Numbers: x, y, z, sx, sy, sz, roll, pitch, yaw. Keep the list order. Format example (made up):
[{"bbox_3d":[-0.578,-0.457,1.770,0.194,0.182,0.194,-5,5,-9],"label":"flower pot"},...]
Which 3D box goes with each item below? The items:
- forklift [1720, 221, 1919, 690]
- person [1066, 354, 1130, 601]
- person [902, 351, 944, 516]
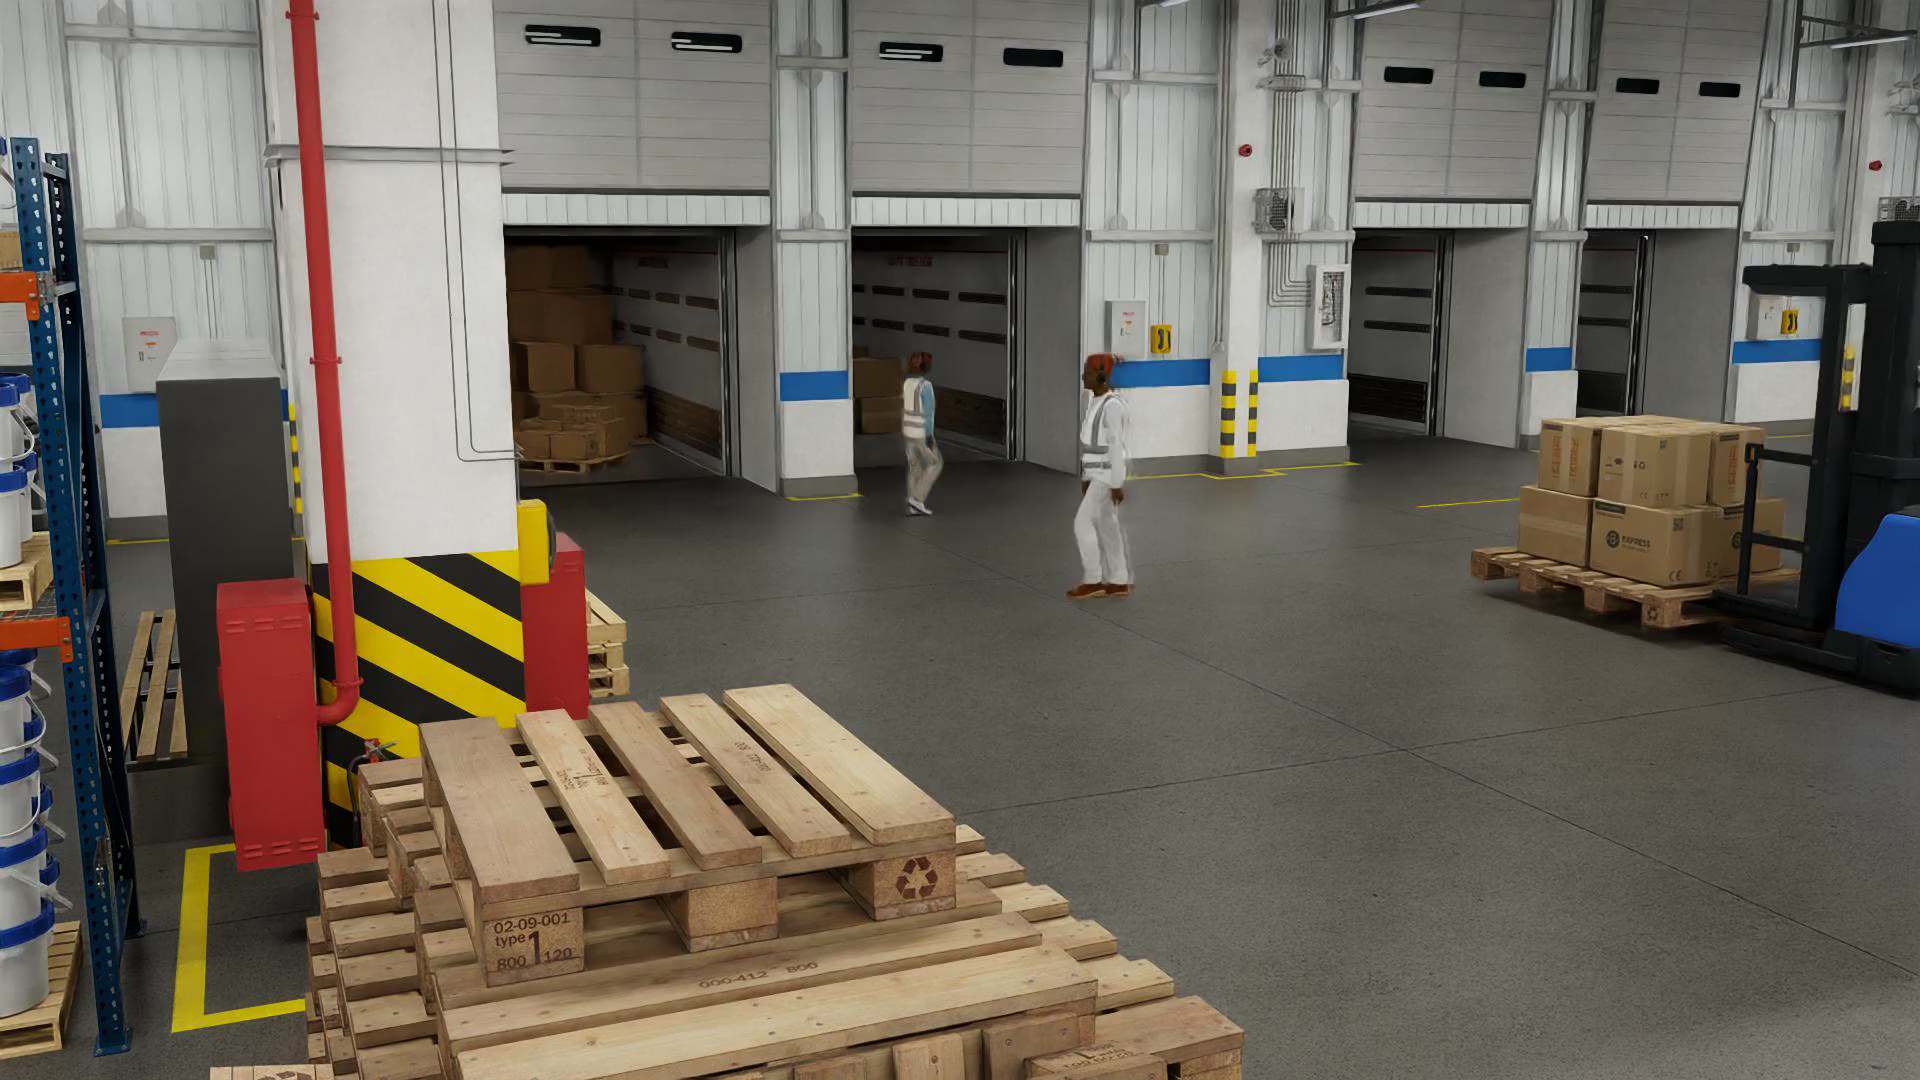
[{"bbox_3d":[5.949,-0.550,10.218,1.129,2.768,1.873,-4,11,-23],"label":"forklift"},{"bbox_3d":[1.010,-0.466,12.545,0.675,1.861,0.604,-1,10,-7],"label":"person"},{"bbox_3d":[-0.380,-1.031,16.296,0.371,1.626,0.537,-6,12,-29],"label":"person"}]
